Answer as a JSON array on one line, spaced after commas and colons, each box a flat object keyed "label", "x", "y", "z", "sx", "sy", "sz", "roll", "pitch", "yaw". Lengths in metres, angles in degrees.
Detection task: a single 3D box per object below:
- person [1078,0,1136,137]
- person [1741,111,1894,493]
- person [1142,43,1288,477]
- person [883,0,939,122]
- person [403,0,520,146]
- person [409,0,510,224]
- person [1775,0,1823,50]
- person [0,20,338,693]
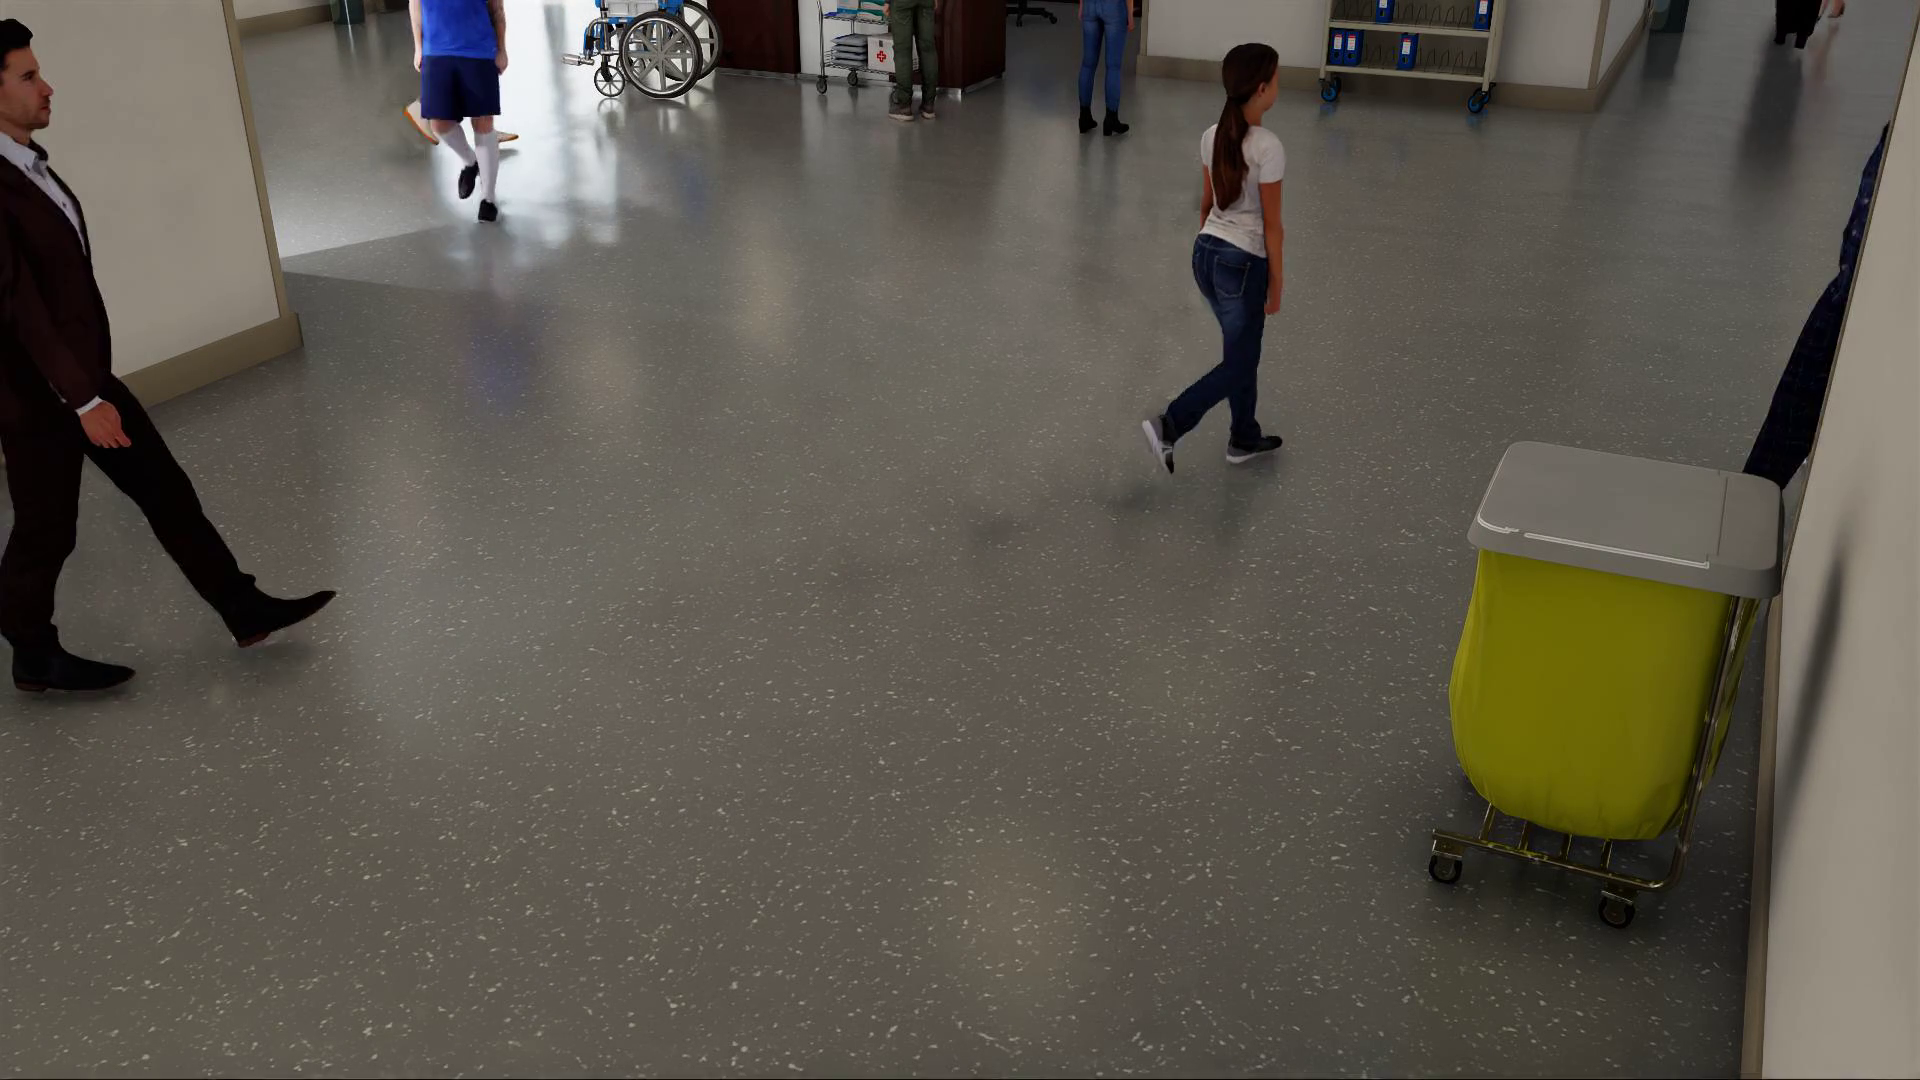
[{"label": "person", "x": 0.975, "y": -3.583, "z": 11.242, "sx": 0.511, "sy": 1.633, "sz": 0.700, "roll": 17, "pitch": 31, "yaw": 32}, {"label": "person", "x": 2.912, "y": -0.667, "z": 5.043, "sx": 1.223, "sy": 1.764, "sz": 1.018, "roll": 2, "pitch": 26, "yaw": 4}, {"label": "person", "x": 0.925, "y": -0.944, "z": 5.871, "sx": 0.911, "sy": 1.544, "sz": 0.972, "roll": -17, "pitch": 30, "yaw": -31}, {"label": "person", "x": -0.336, "y": -3.808, "z": 11.686, "sx": 0.654, "sy": 1.652, "sz": 0.701, "roll": -12, "pitch": 28, "yaw": -23}, {"label": "person", "x": -3.270, "y": -3.440, "z": 10.681, "sx": 1.059, "sy": 1.862, "sz": 1.018, "roll": -9, "pitch": 27, "yaw": -19}, {"label": "person", "x": -2.734, "y": -2.689, "z": 9.157, "sx": 0.900, "sy": 1.832, "sz": 0.938, "roll": -1, "pitch": 26, "yaw": -3}, {"label": "person", "x": 7.328, "y": -5.164, "z": 14.402, "sx": 0.861, "sy": 1.734, "sz": 0.755, "roll": 14, "pitch": 29, "yaw": 26}, {"label": "person", "x": -2.492, "y": -0.395, "z": 4.402, "sx": 1.224, "sy": 1.830, "sz": 1.056, "roll": -3, "pitch": 26, "yaw": -6}]
